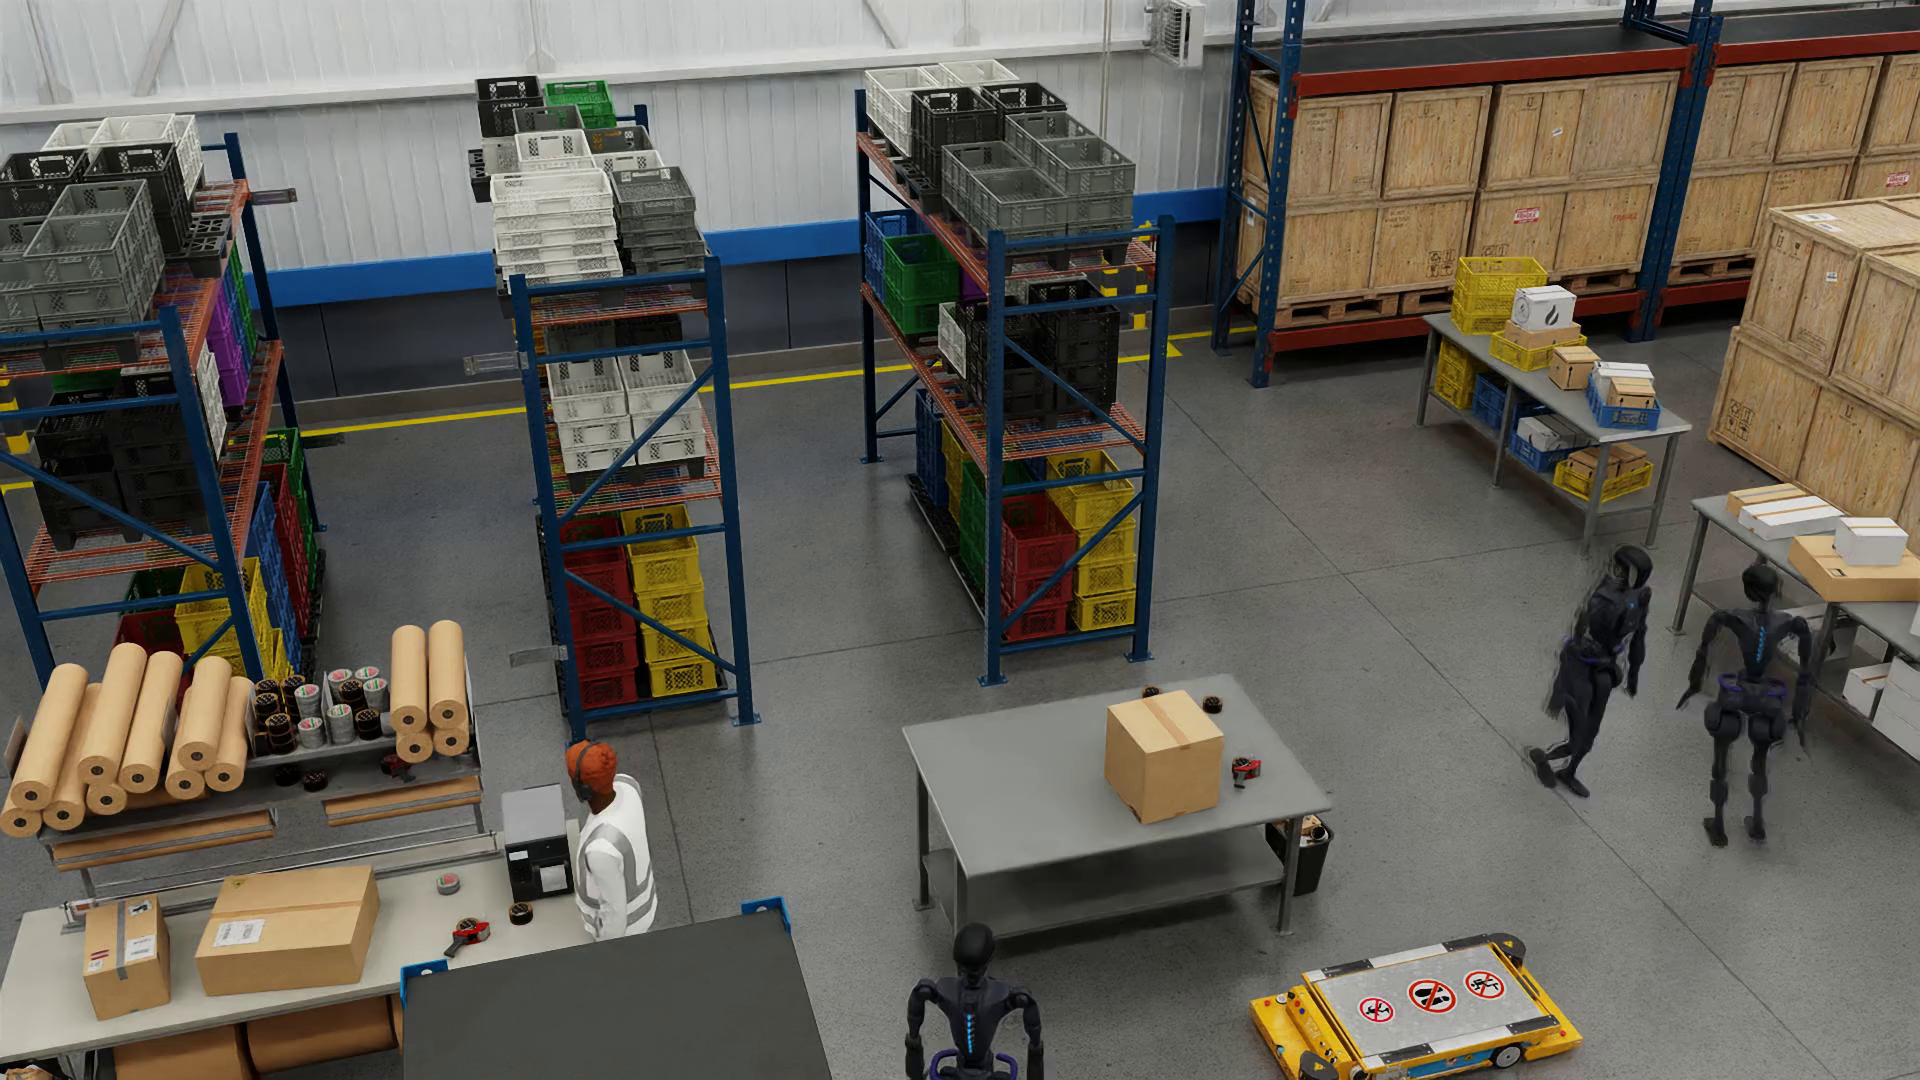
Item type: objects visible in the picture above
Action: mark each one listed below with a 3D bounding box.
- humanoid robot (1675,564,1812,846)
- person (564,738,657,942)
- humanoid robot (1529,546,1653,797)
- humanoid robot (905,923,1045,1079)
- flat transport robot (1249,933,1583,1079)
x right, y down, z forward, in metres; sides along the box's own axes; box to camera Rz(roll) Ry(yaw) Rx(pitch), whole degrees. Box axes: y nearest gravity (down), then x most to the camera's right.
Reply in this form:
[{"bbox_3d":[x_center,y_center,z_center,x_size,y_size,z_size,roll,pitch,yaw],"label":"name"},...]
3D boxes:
[{"bbox_3d":[4.292,0.899,9.087,0.637,1.631,0.494,10,30,17],"label":"humanoid robot"},{"bbox_3d":[-1.524,1.683,7.424,0.338,1.879,0.582,0,29,-1],"label":"person"},{"bbox_3d":[3.546,0.755,9.318,0.637,1.653,0.366,-14,32,-24],"label":"humanoid robot"},{"bbox_3d":[0.055,2.205,6.671,0.601,1.657,0.330,4,29,7],"label":"humanoid robot"},{"bbox_3d":[2.184,2.282,7.980,1.431,0.197,0.652,-8,30,-14],"label":"flat transport robot"}]
